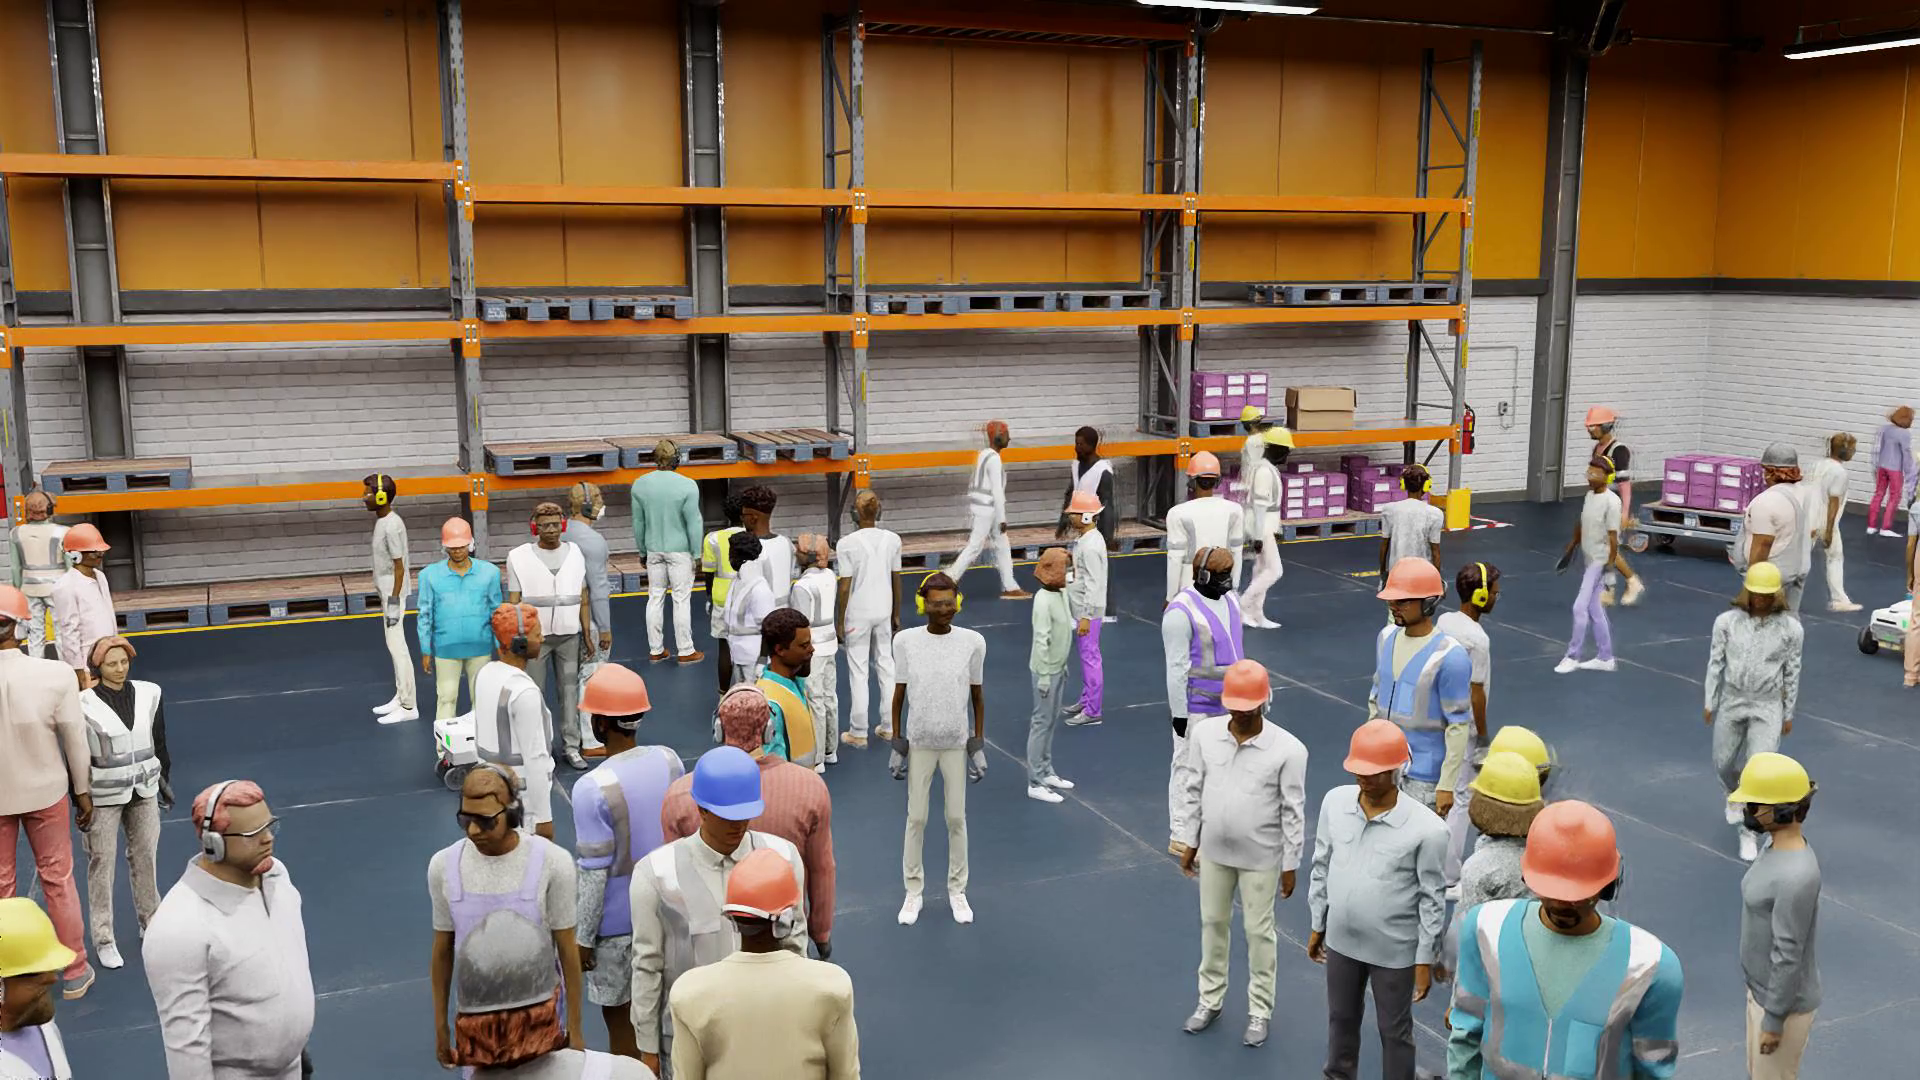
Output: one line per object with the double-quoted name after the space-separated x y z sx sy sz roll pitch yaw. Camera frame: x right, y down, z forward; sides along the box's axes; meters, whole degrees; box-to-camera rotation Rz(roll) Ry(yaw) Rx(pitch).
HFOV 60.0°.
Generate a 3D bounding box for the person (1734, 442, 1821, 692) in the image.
6.335 0.240 13.030 0.684 2.000 0.535 -5 11 -28 "person"

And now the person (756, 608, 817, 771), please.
-0.806 1.249 7.579 0.391 1.917 0.593 0 10 -2 "person"

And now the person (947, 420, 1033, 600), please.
0.220 -0.282 16.645 0.973 1.841 0.587 -1 10 -4 "person"

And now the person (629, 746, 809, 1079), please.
-0.774 1.606 5.466 0.604 1.939 0.415 -5 11 -25 "person"

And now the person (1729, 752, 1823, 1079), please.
2.877 1.616 5.933 0.344 1.756 0.532 4 10 20 "person"

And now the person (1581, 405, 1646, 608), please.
6.368 -0.312 16.301 0.617 2.014 0.662 -1 10 -3 "person"

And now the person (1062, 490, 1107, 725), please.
0.926 0.497 12.378 0.330 1.751 0.563 0 10 1 "person"

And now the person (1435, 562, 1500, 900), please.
2.727 1.033 9.006 0.341 1.857 0.521 -2 10 -9 "person"

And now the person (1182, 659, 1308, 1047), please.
1.248 1.371 7.386 0.566 1.740 0.345 6 12 32 "person"

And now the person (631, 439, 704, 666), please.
-2.458 0.107 14.091 0.635 1.939 0.366 3 10 17 "person"

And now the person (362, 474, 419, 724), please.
-4.260 0.433 12.417 0.310 1.868 0.532 -4 11 -23 "person"

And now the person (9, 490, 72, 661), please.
-7.184 0.429 13.092 0.514 1.641 0.315 0 10 -1 "person"

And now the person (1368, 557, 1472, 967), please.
2.185 1.090 8.126 0.374 2.042 0.615 -5 11 -26 "person"

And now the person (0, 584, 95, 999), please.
-4.372 1.190 7.719 0.622 1.981 0.404 -6 11 -29 "person"

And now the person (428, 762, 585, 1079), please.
-1.529 1.626 5.650 0.524 1.833 0.339 0 10 2 "person"

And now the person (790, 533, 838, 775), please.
-0.978 0.760 11.179 0.309 1.644 0.514 3 10 19 "person"

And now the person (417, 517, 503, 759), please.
-3.333 0.709 11.158 0.573 1.749 0.343 -4 11 -23 "person"

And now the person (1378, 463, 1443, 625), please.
3.538 0.323 13.080 0.511 1.863 0.327 7 12 33 "person"

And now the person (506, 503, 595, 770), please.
-2.753 0.654 11.201 0.564 1.848 0.388 -6 11 -29 "person"

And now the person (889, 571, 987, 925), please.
-0.115 1.082 8.679 0.513 1.870 0.328 0 10 -3 "person"

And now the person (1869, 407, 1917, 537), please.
11.519 -0.841 20.536 0.340 1.611 0.579 -1 10 -4 "person"

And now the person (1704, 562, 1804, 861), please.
4.664 0.962 9.804 0.497 1.722 0.706 6 11 30 "person"

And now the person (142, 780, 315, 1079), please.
-2.206 1.670 5.182 0.400 1.909 0.643 1 10 6 "person"

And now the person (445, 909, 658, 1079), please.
-1.023 1.830 3.869 0.688 2.000 0.536 -7 12 -36 "person"

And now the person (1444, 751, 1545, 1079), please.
1.945 1.608 6.001 0.484 1.745 0.294 -6 12 -32 "person"

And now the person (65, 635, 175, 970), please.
-4.151 1.273 8.236 0.308 1.641 0.516 6 12 32 "person"

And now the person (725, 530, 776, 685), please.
-1.374 0.772 10.943 0.321 1.699 0.535 -5 11 -28 "person"

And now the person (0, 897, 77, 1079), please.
-2.537 1.839 4.464 0.421 1.820 0.604 -1 10 -8 "person"

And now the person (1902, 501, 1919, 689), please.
7.787 0.304 13.224 0.345 1.847 0.508 -8 13 -40 "person"

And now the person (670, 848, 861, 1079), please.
-0.576 1.777 5.003 0.563 1.750 0.319 -1 10 -6 "person"

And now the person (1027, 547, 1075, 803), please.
0.593 0.848 10.698 0.279 1.632 0.502 3 10 19 "person"

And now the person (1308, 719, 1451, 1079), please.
1.578 1.533 6.410 0.563 1.750 0.334 9 13 43 "person"

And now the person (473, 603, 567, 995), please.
-2.078 1.221 7.826 0.337 1.882 0.584 -8 13 -38 "person"

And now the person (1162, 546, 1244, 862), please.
1.426 0.935 9.630 0.430 1.836 0.626 9 14 43 "person"

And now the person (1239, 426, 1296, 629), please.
2.855 -0.103 15.410 0.467 1.902 0.598 2 10 11 "person"

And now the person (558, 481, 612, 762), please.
-2.594 0.556 11.502 0.353 1.937 0.635 -8 13 -39 "person"

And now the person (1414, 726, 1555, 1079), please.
2.101 1.563 6.363 0.547 1.709 0.928 -8 13 -39 "person"

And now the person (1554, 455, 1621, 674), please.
5.246 0.197 13.859 0.539 1.840 0.622 0 10 1 "person"

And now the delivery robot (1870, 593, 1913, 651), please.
8.233 0.700 14.386 0.707 0.478 0.477 -5 11 -27 "delivery robot"

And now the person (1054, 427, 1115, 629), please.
1.120 -0.109 15.489 0.829 1.890 0.607 -4 11 -20 "person"

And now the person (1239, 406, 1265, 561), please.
3.312 -0.643 18.918 0.329 1.765 0.526 4 11 22 "person"

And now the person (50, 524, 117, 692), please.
-5.666 0.758 10.871 0.326 1.752 0.559 -1 10 -5 "person"

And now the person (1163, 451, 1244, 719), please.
1.791 0.360 12.329 0.606 2.045 0.389 -3 10 -15 "person"

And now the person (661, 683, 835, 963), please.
-0.799 1.477 6.292 0.653 1.906 0.405 -2 10 -14 "person"

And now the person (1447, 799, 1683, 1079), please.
1.650 1.697 4.648 0.605 2.037 0.388 6 11 30 "person"

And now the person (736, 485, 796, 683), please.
-1.319 0.608 11.125 0.361 1.963 0.618 4 11 21 "person"

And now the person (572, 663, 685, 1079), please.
-1.309 1.429 6.474 0.354 1.939 0.545 5 11 29 "person"

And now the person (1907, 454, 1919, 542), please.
10.511 -0.384 17.912 0.526 1.578 0.921 5 11 25 "person"

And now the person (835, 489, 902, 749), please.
-0.653 0.556 11.771 0.520 1.844 0.330 -6 12 -31 "person"
